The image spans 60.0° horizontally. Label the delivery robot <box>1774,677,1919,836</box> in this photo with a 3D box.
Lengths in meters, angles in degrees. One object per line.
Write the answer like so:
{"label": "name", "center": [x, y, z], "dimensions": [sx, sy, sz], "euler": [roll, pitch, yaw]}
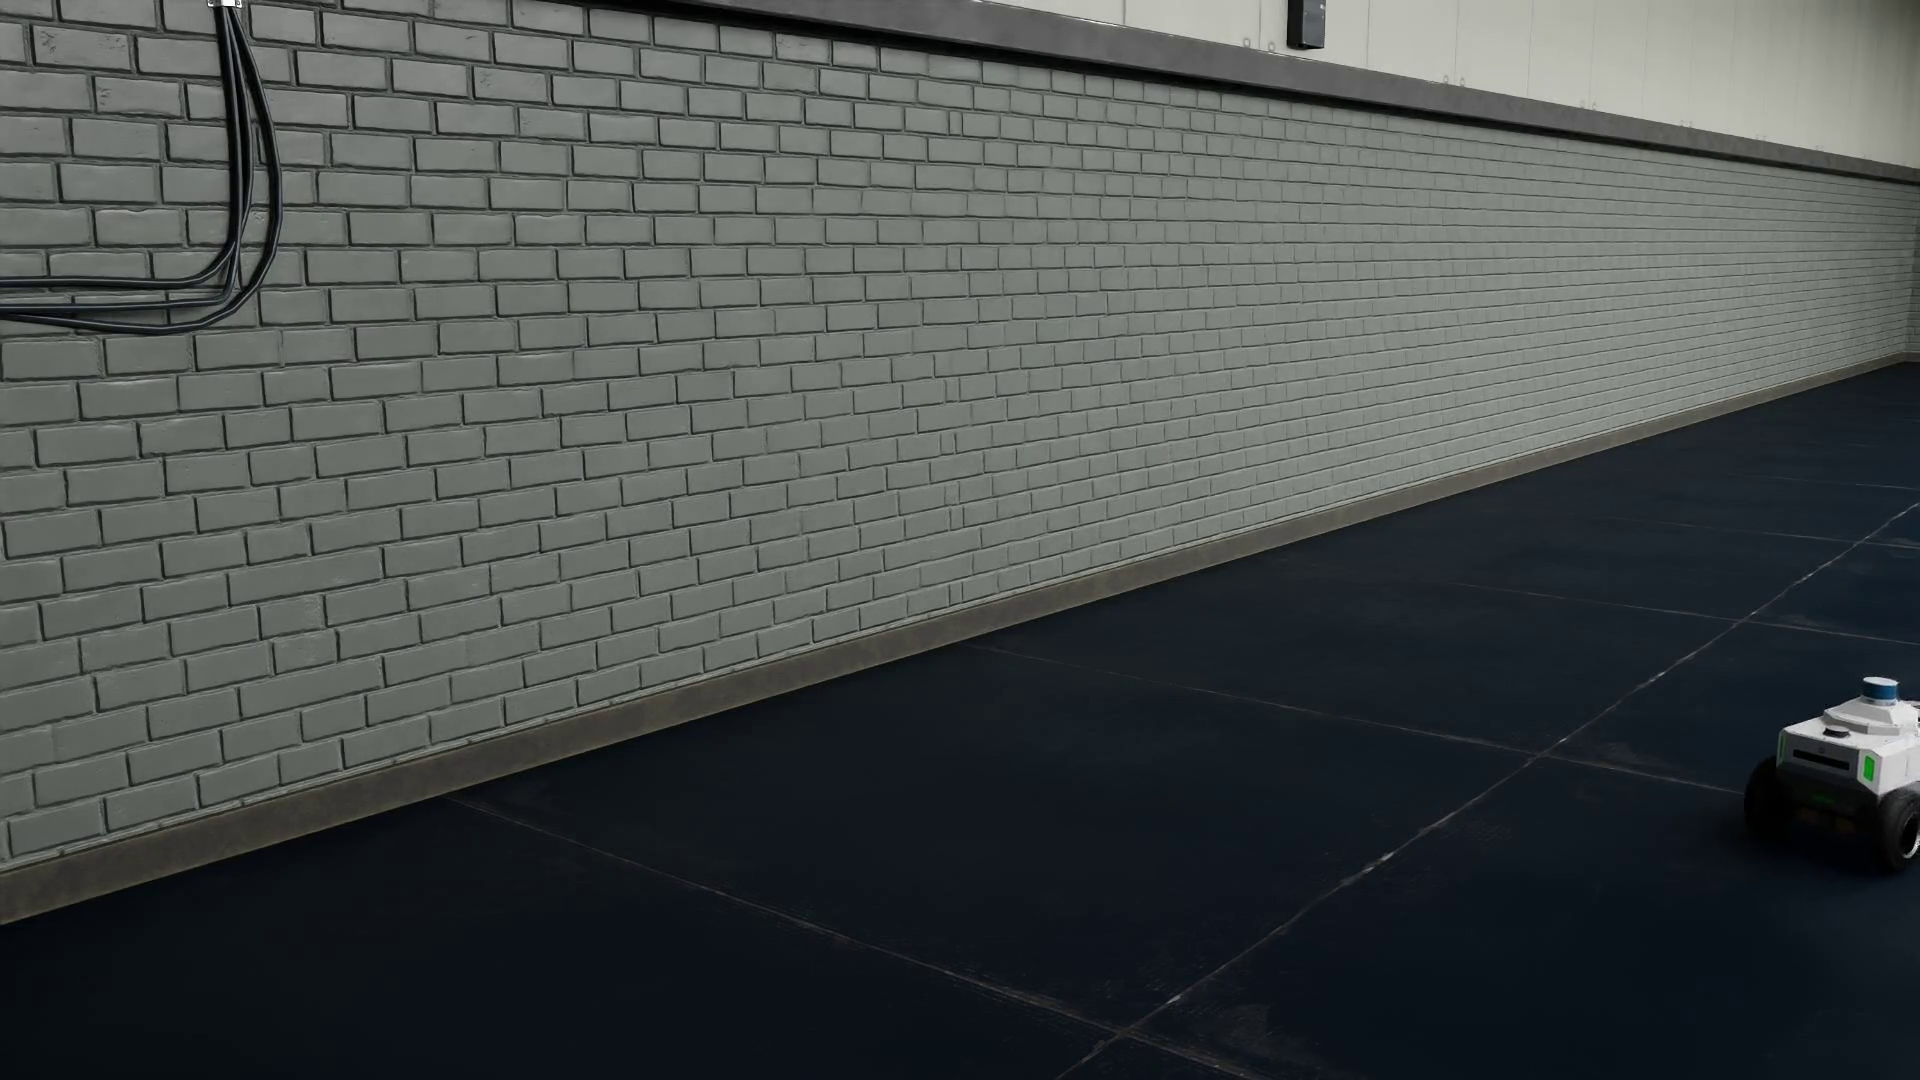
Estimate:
{"label": "delivery robot", "center": [3.069, 0.704, 5.586], "dimensions": [0.707, 0.478, 0.477], "euler": [-7, 13, -35]}
